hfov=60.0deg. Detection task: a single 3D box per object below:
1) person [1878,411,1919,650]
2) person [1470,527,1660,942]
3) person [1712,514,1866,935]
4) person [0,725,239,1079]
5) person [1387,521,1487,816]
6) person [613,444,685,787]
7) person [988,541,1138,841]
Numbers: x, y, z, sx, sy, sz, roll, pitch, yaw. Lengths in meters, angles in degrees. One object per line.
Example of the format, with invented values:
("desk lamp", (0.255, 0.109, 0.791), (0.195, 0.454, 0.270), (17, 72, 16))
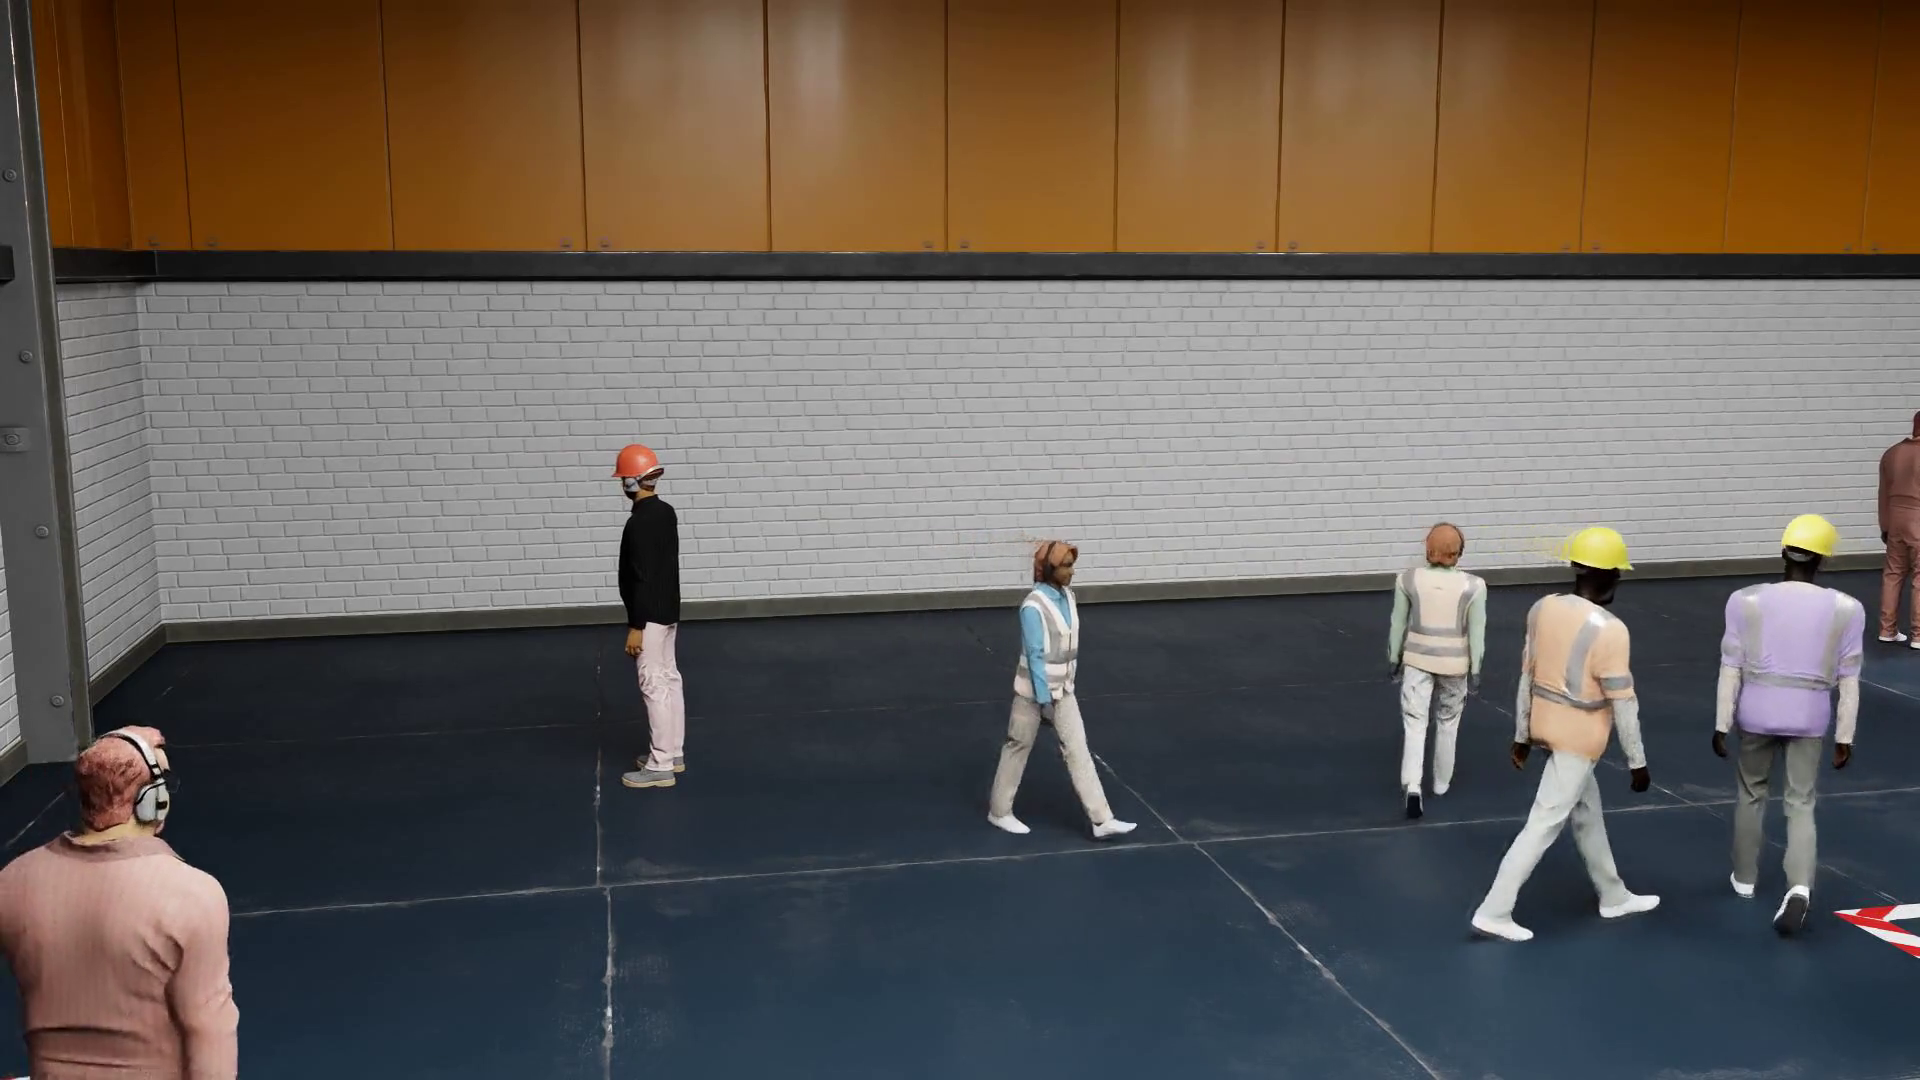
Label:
("person", (7.573, -0.088, 13.136), (0.402, 1.904, 0.639), (-3, 10, -18))
("person", (2.743, 0.867, 7.422), (1.025, 1.872, 0.600), (-2, 10, -13))
("person", (3.789, 0.825, 7.632), (0.601, 1.892, 0.849), (4, 10, 21))
("person", (-2.071, 1.380, 4.311), (0.647, 1.867, 0.951), (1, 9, 6))
("person", (2.625, 0.701, 9.201), (0.521, 1.609, 0.775), (3, 10, 19))
("person", (-1.813, 0.437, 9.661), (0.392, 1.990, 0.614), (1, 9, 7))
("person", (0.497, 0.797, 8.655), (0.853, 1.589, 0.538), (6, 11, 32))
